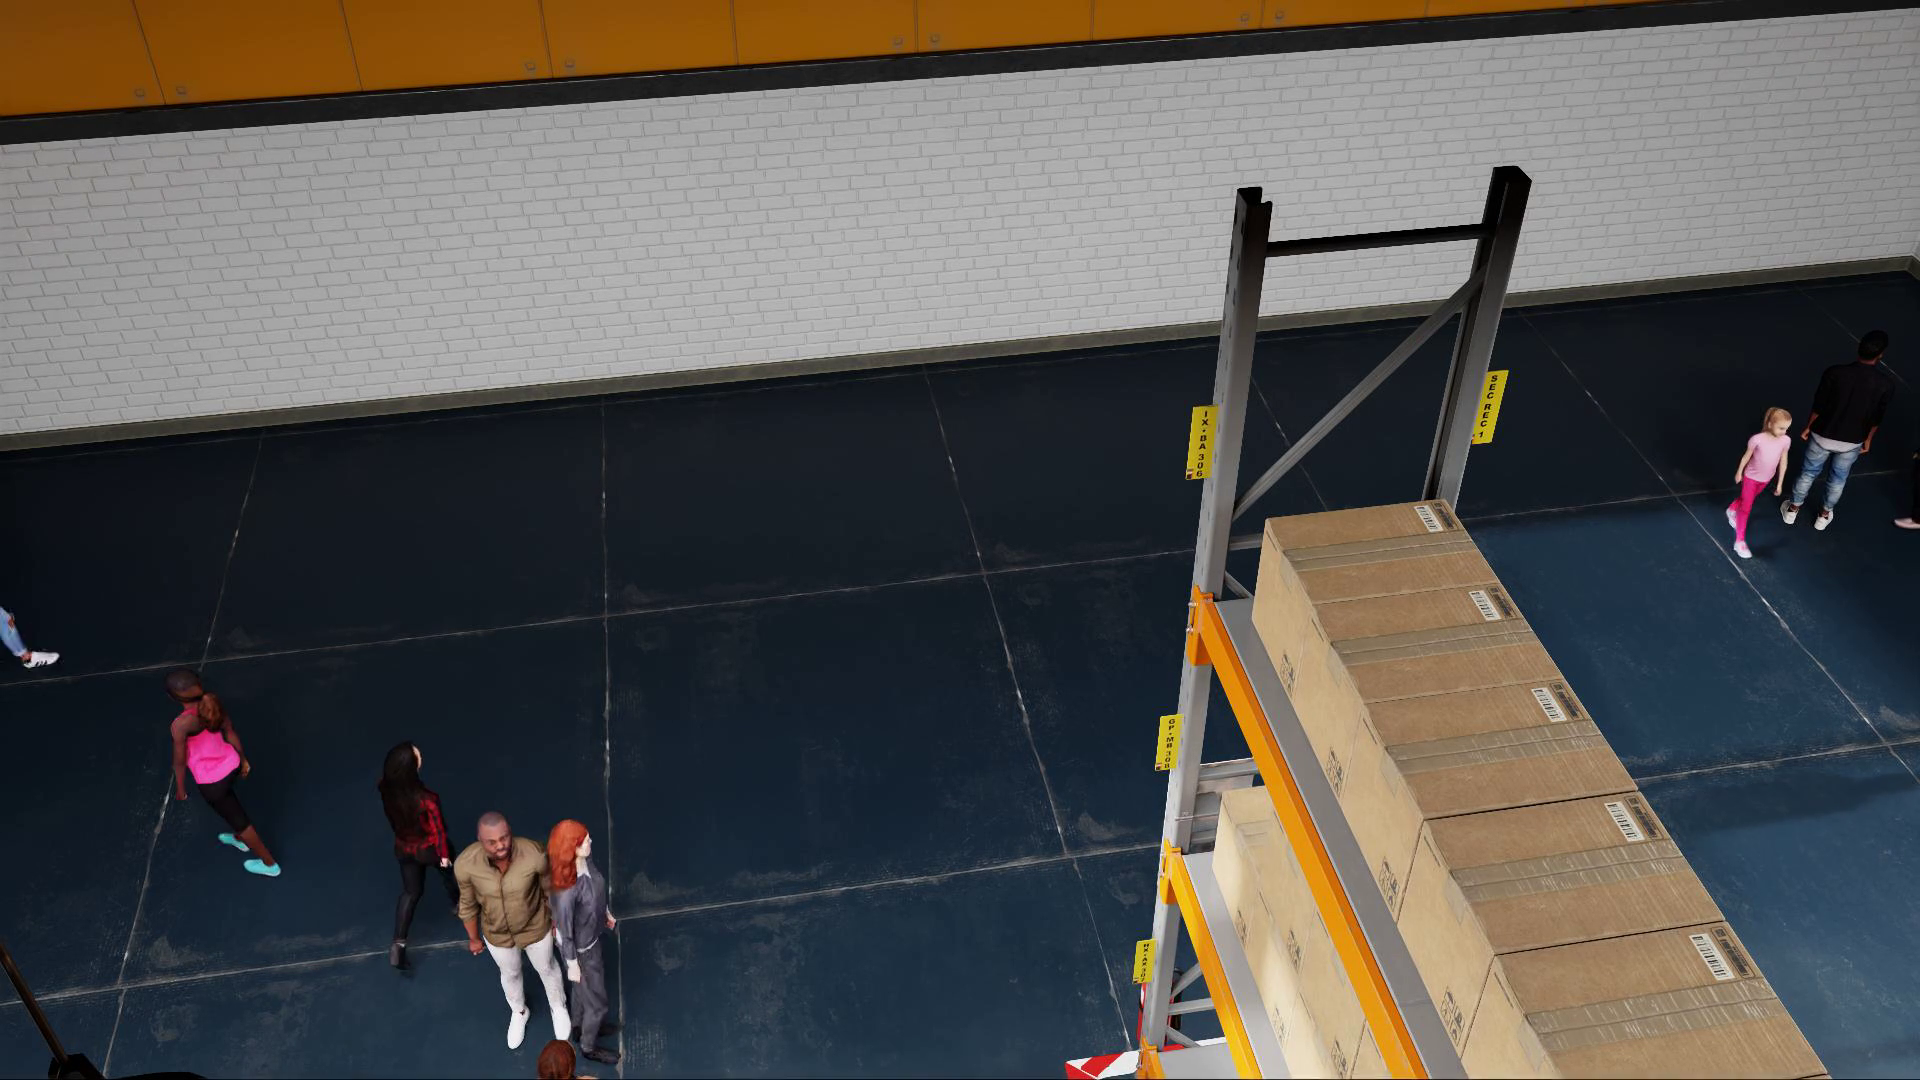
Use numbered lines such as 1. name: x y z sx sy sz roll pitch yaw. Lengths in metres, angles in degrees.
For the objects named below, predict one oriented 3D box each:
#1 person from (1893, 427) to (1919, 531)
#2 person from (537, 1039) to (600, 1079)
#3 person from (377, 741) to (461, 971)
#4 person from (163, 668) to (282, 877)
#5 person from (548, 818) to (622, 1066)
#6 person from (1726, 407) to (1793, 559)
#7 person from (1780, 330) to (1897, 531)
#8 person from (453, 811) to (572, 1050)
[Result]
1. person: 7.999 -0.810 13.440 0.938 1.590 0.857 -17 42 -20
2. person: -1.894 3.093 8.360 0.641 1.831 0.606 4 39 5
3. person: -3.286 1.909 10.004 0.928 1.630 1.110 13 40 16
4. person: -4.583 1.498 10.461 0.809 1.701 0.810 9 39 11
5. person: -2.172 2.294 9.422 0.750 1.755 0.555 8 39 10
6. person: 6.412 -0.554 13.401 0.549 1.239 0.914 0 39 0
7. person: 7.058 -0.878 13.347 0.789 1.813 0.808 17 41 20
8. person: -2.524 2.199 9.485 0.720 1.824 0.548 -6 39 -7
